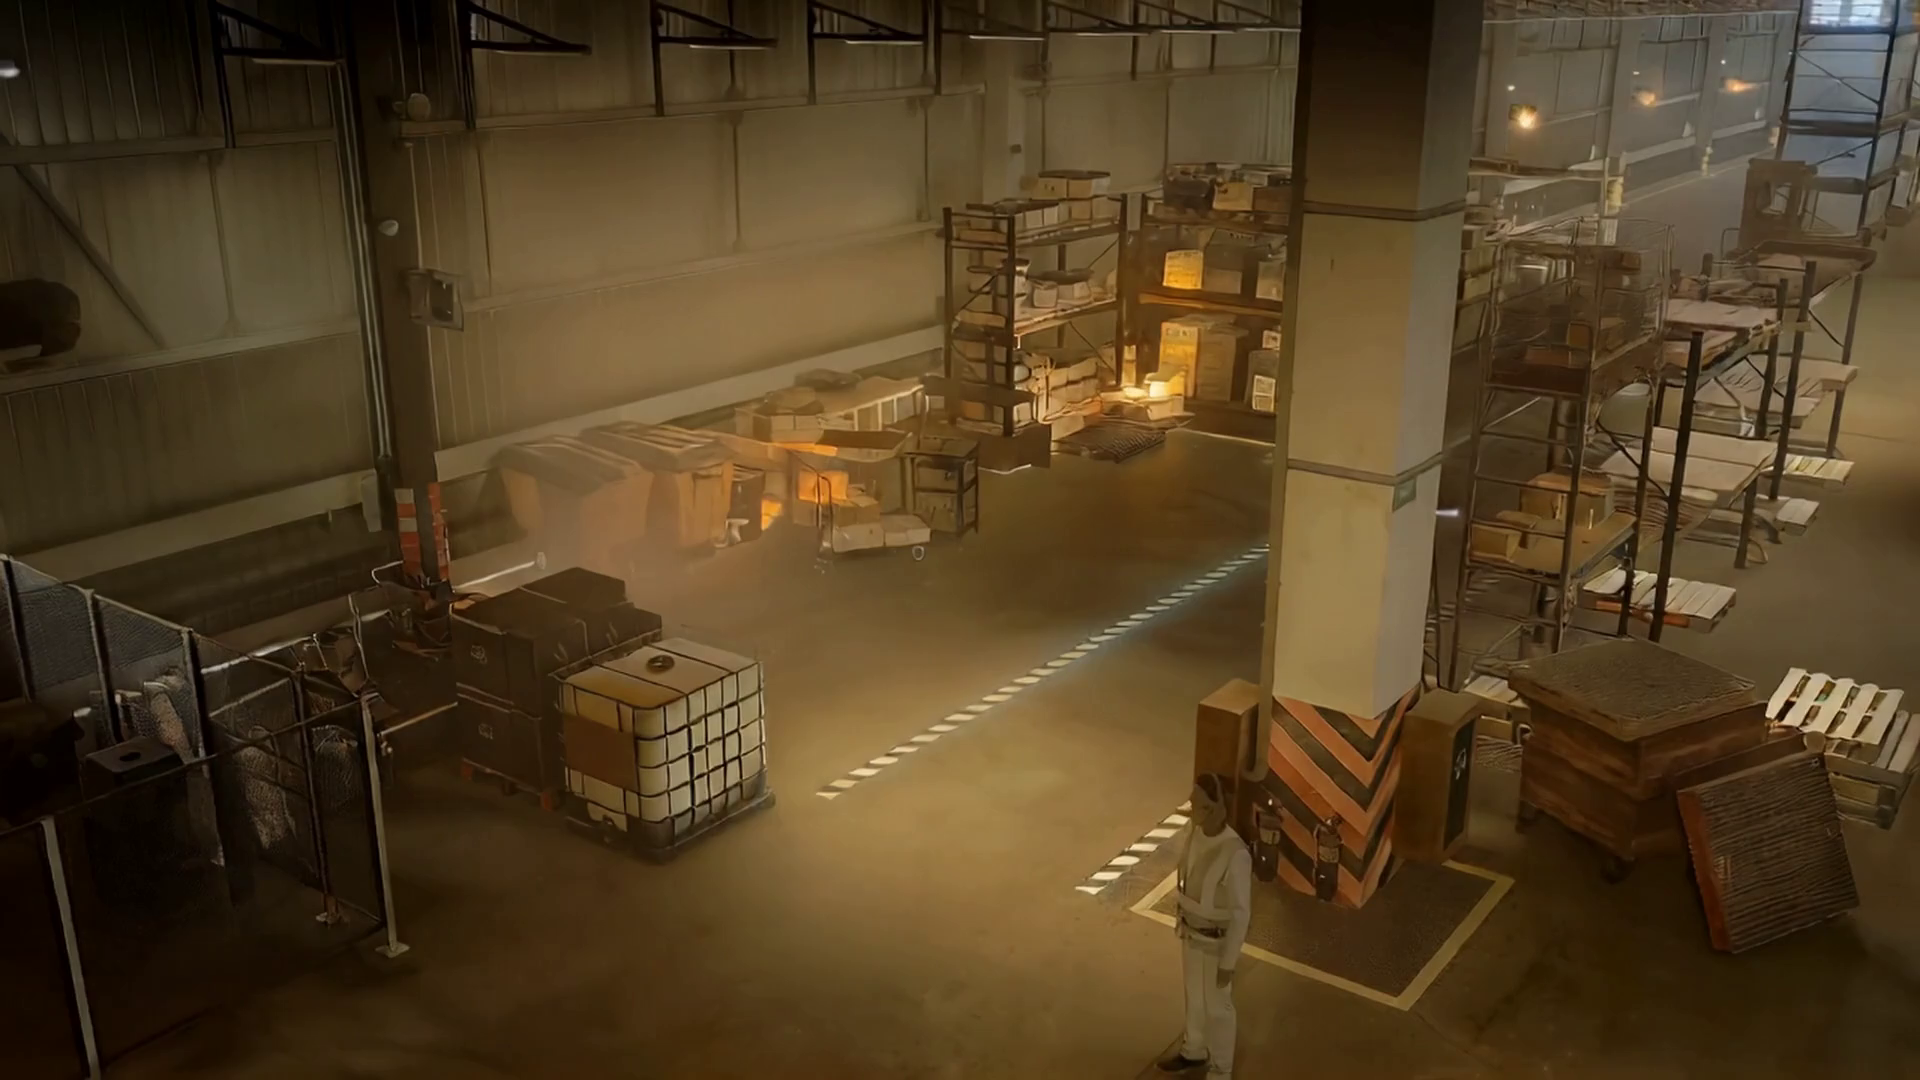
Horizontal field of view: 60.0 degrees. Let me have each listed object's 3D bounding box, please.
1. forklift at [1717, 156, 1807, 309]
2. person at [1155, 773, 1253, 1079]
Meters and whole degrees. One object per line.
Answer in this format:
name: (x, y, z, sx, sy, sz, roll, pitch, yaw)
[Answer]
forklift: (15.205, -5.782, 31.317, 1.129, 2.768, 1.873, 13, 22, 34)
person: (1.302, 2.093, 8.791, 0.351, 1.882, 0.581, -7, 19, -20)
